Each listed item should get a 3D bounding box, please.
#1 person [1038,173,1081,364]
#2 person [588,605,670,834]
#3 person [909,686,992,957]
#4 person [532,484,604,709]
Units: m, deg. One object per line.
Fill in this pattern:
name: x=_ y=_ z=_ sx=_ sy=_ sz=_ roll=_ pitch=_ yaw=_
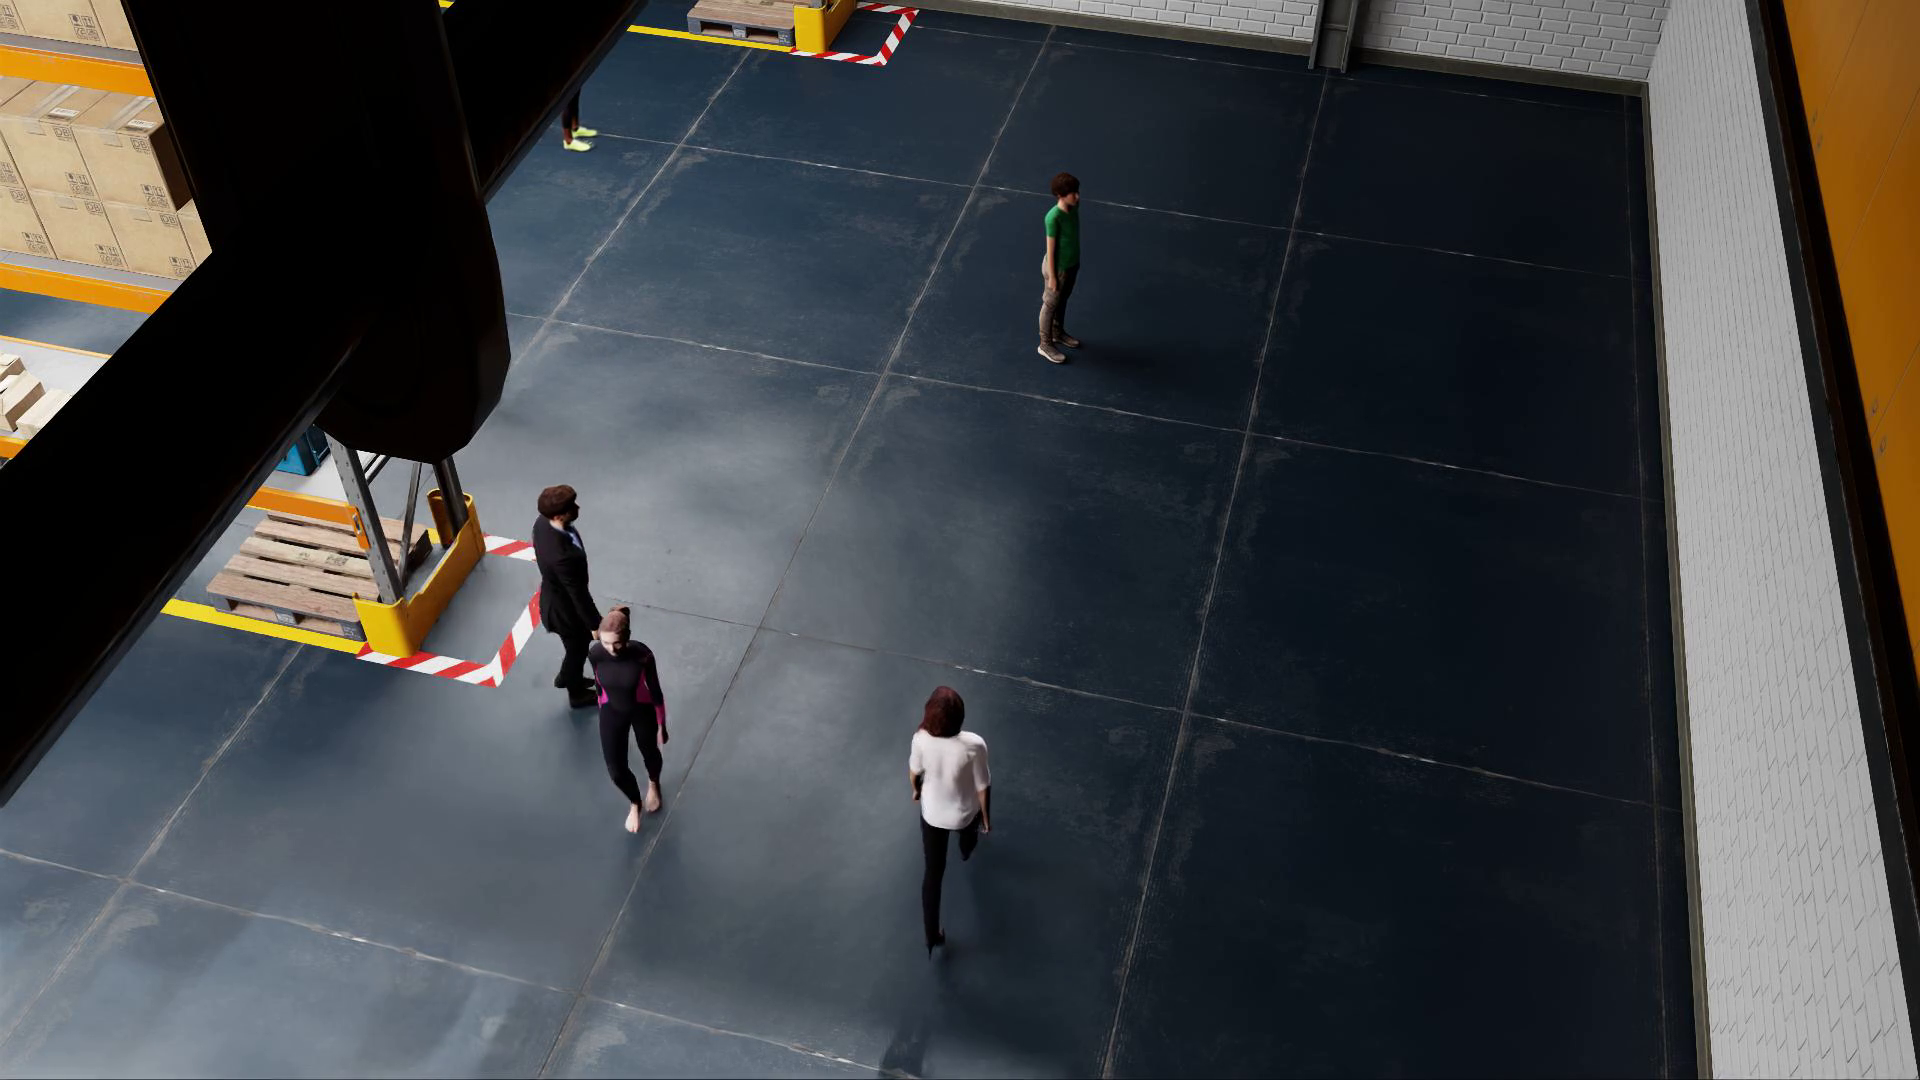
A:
person: x=0.799 y=-2.222 z=13.413 sx=0.614 sy=1.649 sz=0.634 roll=24 pitch=48 yaw=23
person: x=-1.958 y=0.983 z=9.986 sx=0.663 sy=1.734 sz=0.718 roll=1 pitch=44 yaw=1
person: x=-0.076 y=1.628 z=9.314 sx=1.114 sy=1.727 sz=0.795 roll=9 pitch=44 yaw=9
person: x=-2.555 y=0.415 z=10.483 sx=0.833 sy=1.871 sz=0.824 roll=-10 pitch=45 yaw=-10
